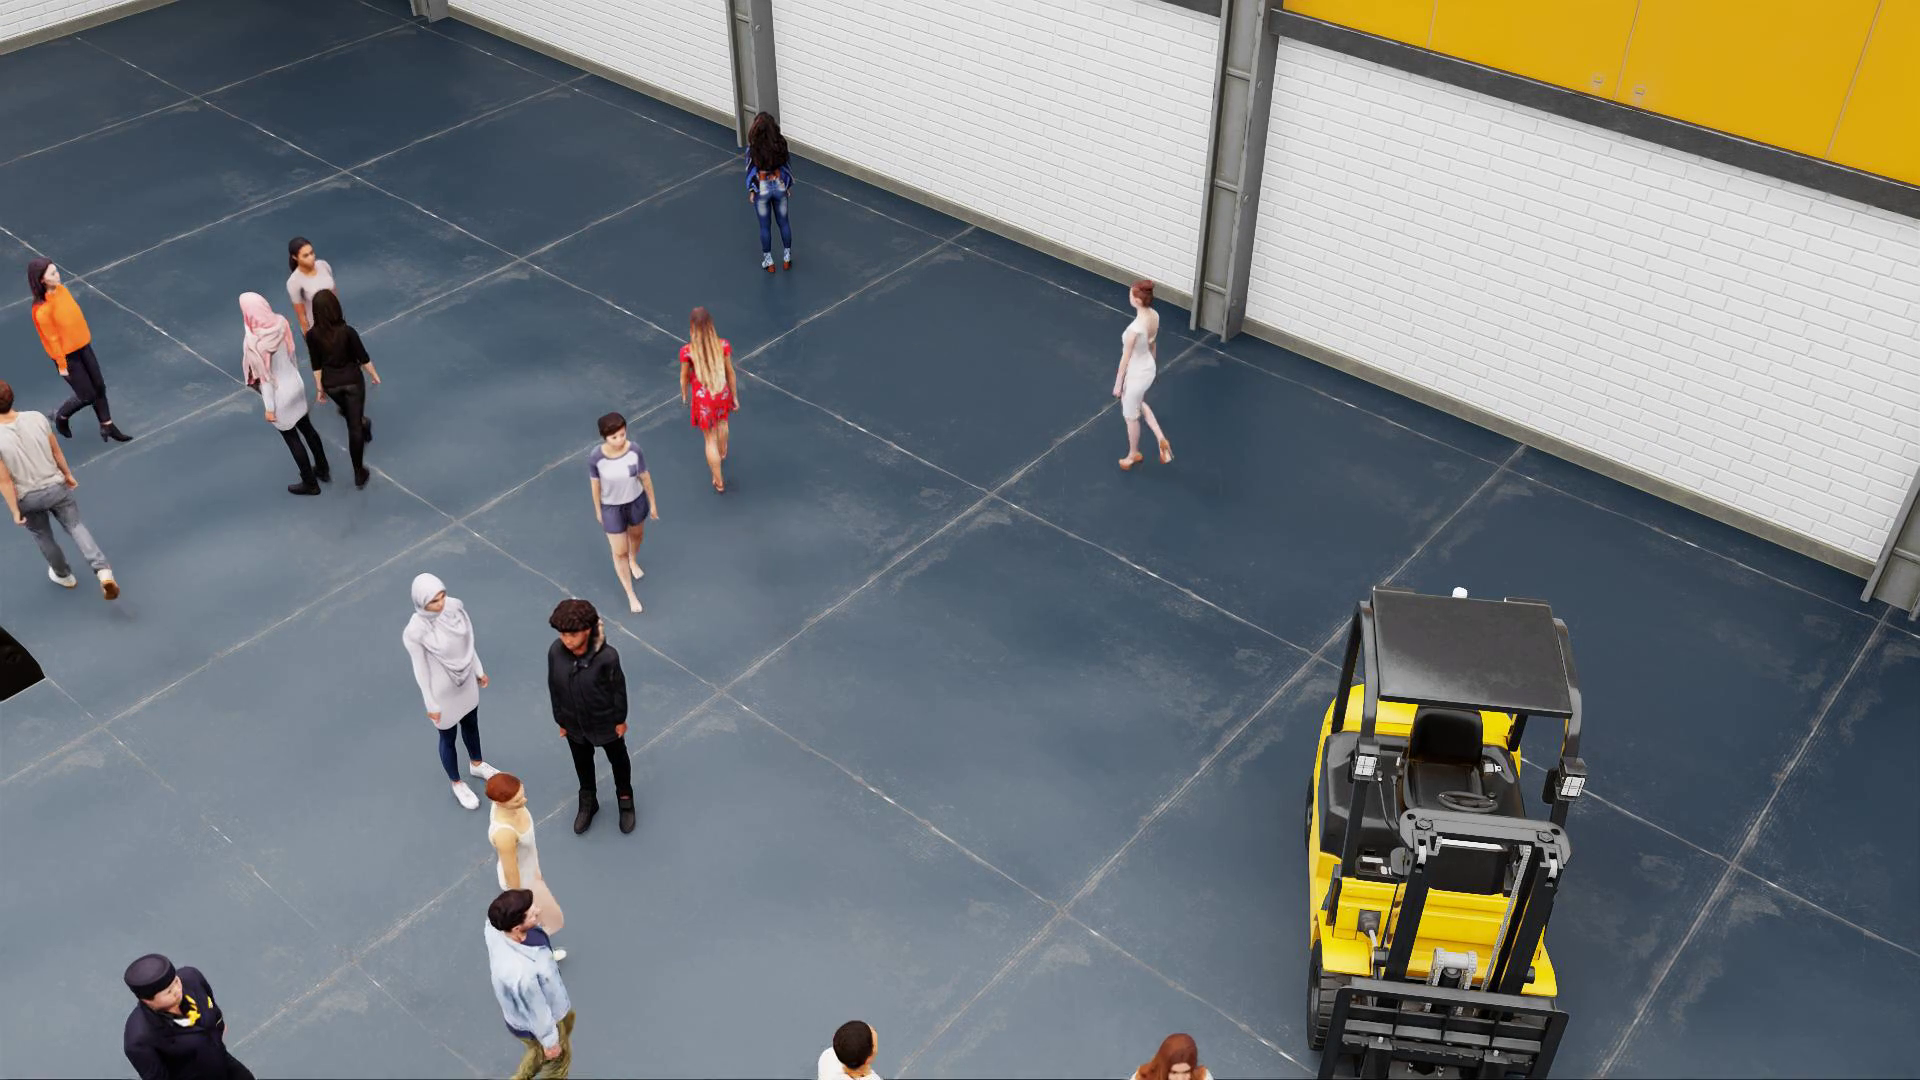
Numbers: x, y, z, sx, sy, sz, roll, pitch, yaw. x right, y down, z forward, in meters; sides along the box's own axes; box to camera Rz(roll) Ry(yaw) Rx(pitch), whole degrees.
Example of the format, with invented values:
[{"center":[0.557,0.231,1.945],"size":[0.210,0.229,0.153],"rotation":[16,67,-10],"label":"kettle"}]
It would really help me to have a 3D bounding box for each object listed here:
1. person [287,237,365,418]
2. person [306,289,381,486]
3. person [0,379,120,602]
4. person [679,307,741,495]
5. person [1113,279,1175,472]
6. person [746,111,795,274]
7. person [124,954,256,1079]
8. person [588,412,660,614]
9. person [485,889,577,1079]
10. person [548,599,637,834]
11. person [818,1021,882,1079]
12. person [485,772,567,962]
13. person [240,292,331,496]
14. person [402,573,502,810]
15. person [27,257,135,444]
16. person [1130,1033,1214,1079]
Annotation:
[{"center":[-5.324,-1.755,13.777],"size":[0.665,1.736,0.669],"rotation":[18,42,21],"label":"person"},{"center":[-4.879,-1.169,13.154],"size":[1.046,1.598,1.109],"rotation":[-3,39,-4],"label":"person"},{"center":[-6.519,-0.327,11.876],"size":[1.066,1.877,0.655],"rotation":[26,45,29],"label":"person"},{"center":[-1.939,-1.054,13.033],"size":[0.850,1.569,0.977],"rotation":[-11,40,-13],"label":"person"},{"center":[1.492,-1.229,13.080],"size":[0.786,1.785,0.630],"rotation":[21,43,25],"label":"person"},{"center":[-1.806,-3.318,15.830],"size":[0.694,1.617,0.718],"rotation":[-11,40,-13],"label":"person"},{"center":[-3.910,2.631,8.357],"size":[1.038,1.645,0.904],"rotation":[12,40,15],"label":"person"},{"center":[-2.465,-0.301,12.118],"size":[0.792,1.534,0.966],"rotation":[-16,41,-19],"label":"person"},{"center":[-2.257,2.421,8.496],"size":[0.906,1.801,0.825],"rotation":[-16,41,-19],"label":"person"},{"center":[-2.265,1.062,10.213],"size":[0.722,1.781,0.798],"rotation":[2,39,2],"label":"person"},{"center":[-0.521,2.920,7.877],"size":[0.659,1.794,0.695],"rotation":[29,47,31],"label":"person"},{"center":[-2.535,1.891,9.296],"size":[0.752,1.631,0.688],"rotation":[-10,40,-12],"label":"person"},{"center":[-5.268,-1.144,12.959],"size":[0.713,1.802,0.710],"rotation":[10,40,12],"label":"person"},{"center":[-3.190,0.914,10.402],"size":[0.559,1.777,0.632],"rotation":[22,44,25],"label":"person"},{"center":[-7.257,-1.481,13.438],"size":[0.955,1.731,0.870],"rotation":[1,39,2],"label":"person"},{"center":[0.970,2.837,8.076],"size":[1.061,1.675,1.145],"rotation":[-4,39,-5],"label":"person"}]
